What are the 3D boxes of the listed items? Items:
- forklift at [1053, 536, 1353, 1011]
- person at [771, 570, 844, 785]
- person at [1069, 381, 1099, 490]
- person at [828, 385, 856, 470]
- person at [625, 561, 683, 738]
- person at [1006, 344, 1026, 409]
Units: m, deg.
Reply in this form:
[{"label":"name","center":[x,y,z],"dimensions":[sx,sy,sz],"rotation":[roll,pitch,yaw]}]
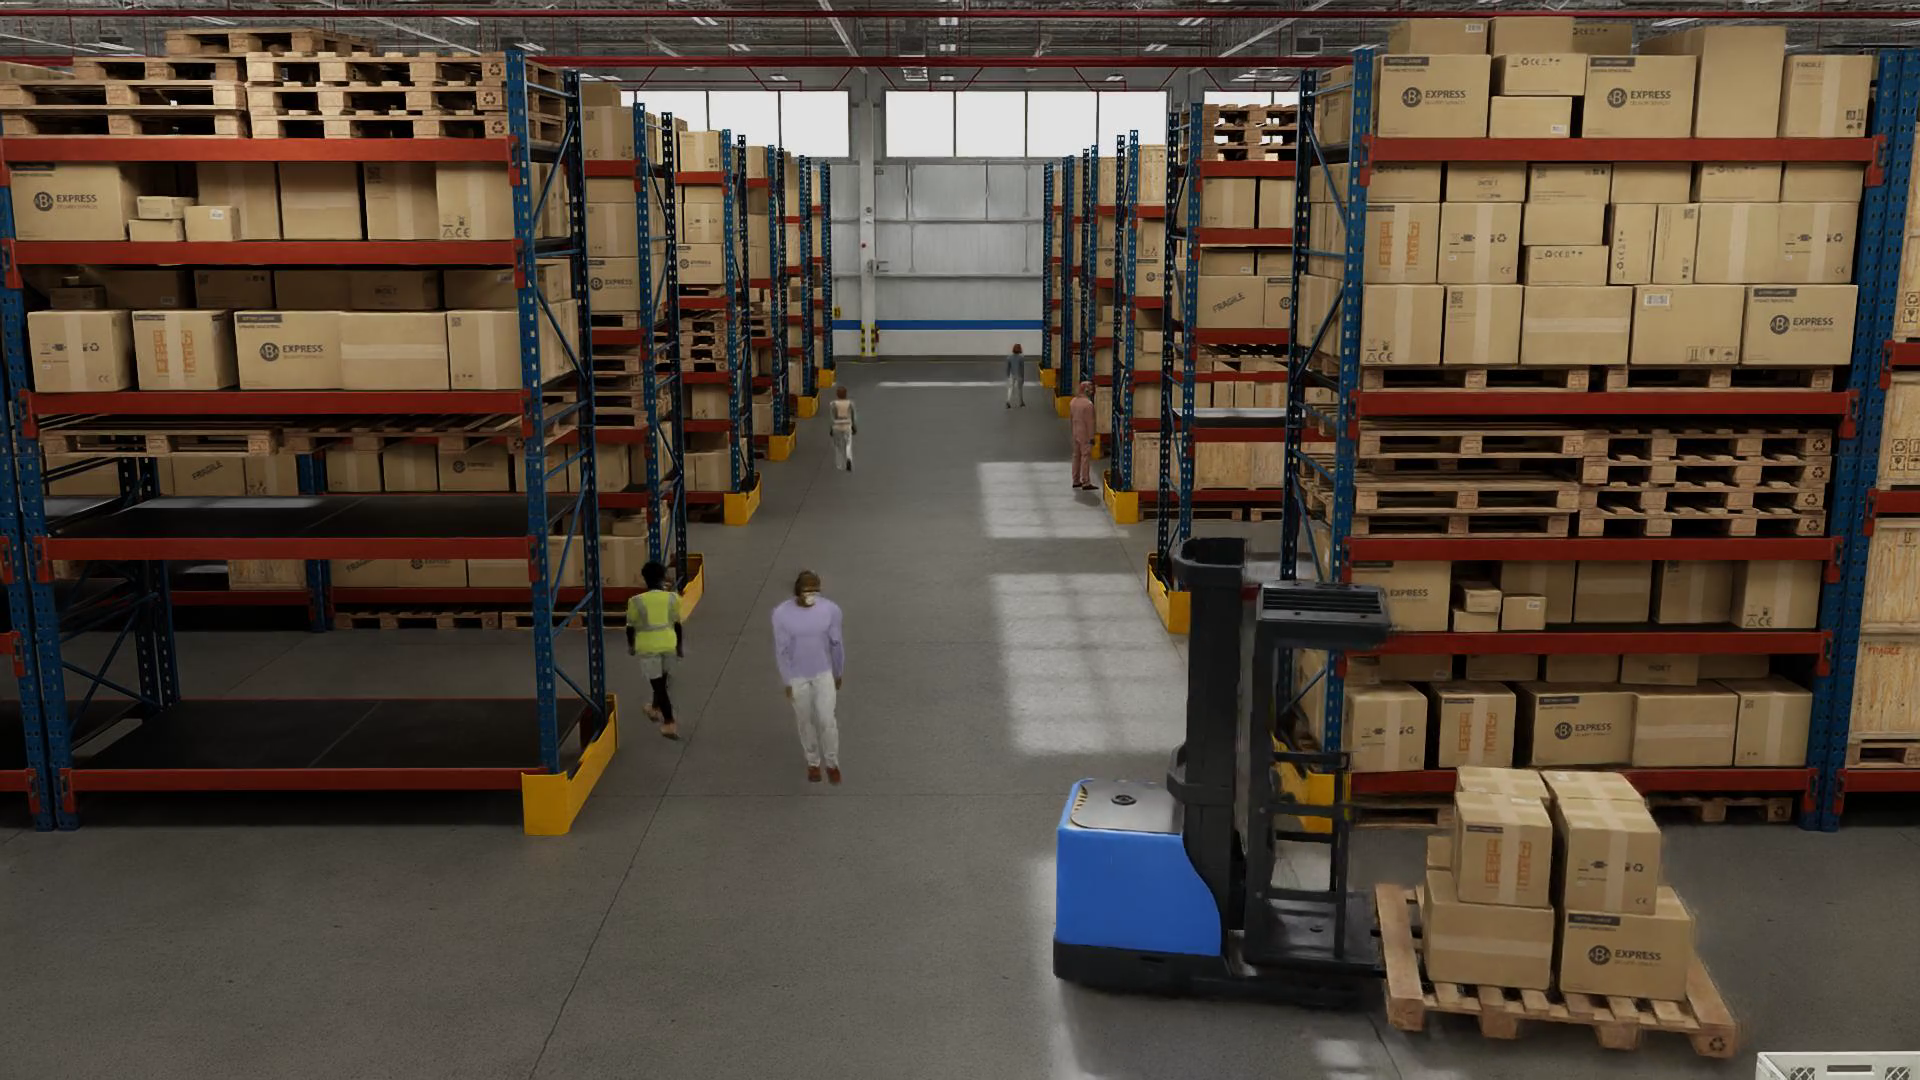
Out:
[{"label":"forklift","center":[1.597,1.417,10.678],"dimensions":[1.873,2.768,1.129],"rotation":[2,12,10]},{"label":"person","center":[-1.294,1.181,14.264],"dimensions":[0.629,1.903,0.613],"rotation":[-2,12,-10]},{"label":"person","center":[2.191,-1.839,29.251],"dimensions":[0.410,1.905,0.641],"rotation":[-7,13,-29]},{"label":"person","center":[-2.198,-2.082,31.138],"dimensions":[0.528,1.619,0.586],"rotation":[-3,12,-13]},{"label":"person","center":[-2.894,1.013,15.738],"dimensions":[0.533,1.642,0.866],"rotation":[-9,14,-37]},{"label":"person","center":[1.357,-4.022,40.833],"dimensions":[0.516,1.606,0.803],"rotation":[6,13,29]}]
